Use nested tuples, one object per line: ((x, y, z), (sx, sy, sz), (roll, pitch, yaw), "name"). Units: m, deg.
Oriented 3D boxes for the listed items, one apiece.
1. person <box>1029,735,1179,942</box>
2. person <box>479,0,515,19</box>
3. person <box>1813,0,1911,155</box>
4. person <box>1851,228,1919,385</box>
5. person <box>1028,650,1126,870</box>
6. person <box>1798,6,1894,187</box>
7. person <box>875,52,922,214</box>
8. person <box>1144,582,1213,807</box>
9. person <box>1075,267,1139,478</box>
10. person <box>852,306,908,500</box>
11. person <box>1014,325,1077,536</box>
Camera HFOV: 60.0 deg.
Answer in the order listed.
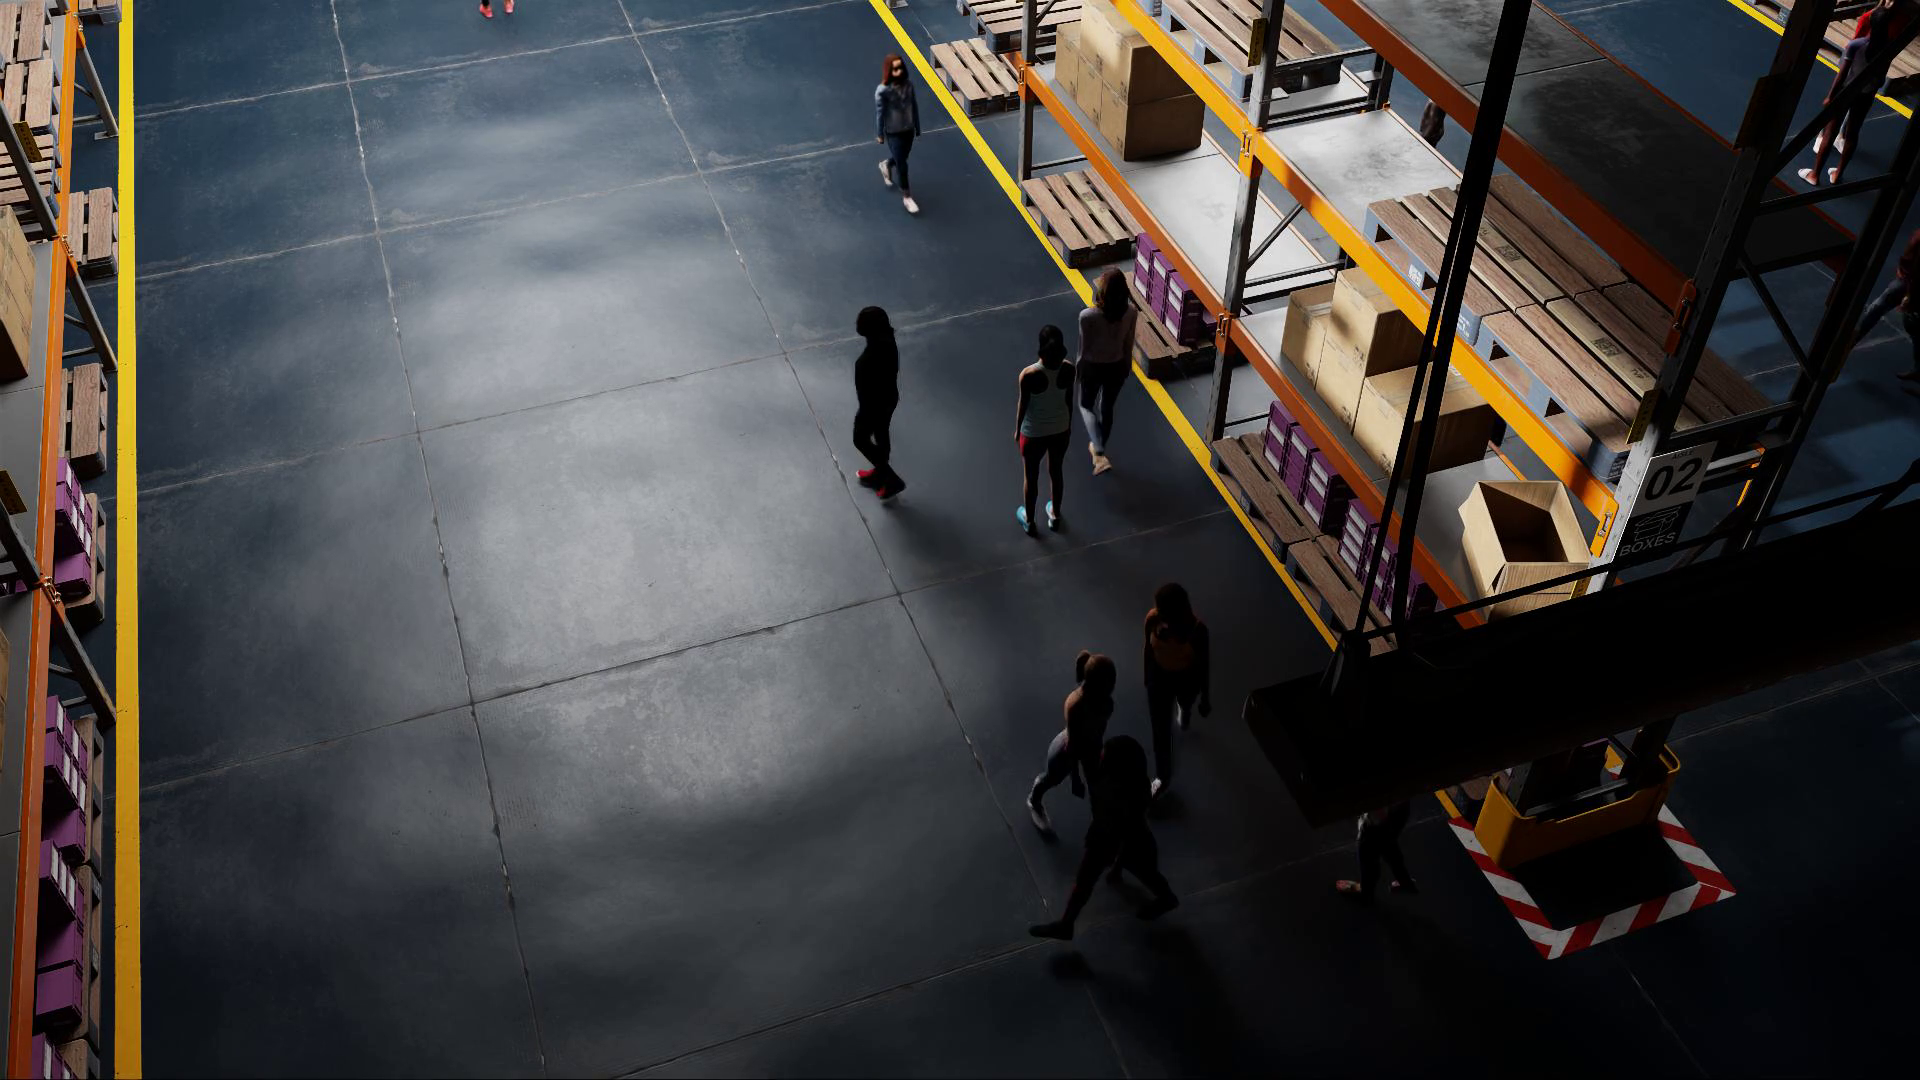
((0.989, 1.671, 9.240), (0.671, 1.694, 1.071), (-12, 45, -13), "person")
((-5.107, -6.435, 17.749), (0.601, 1.693, 0.541), (-17, 46, -17), "person")
((8.506, -4.436, 15.641), (0.688, 1.707, 0.678), (6, 44, 6), "person")
((7.535, -1.959, 13.020), (1.260, 1.735, 1.052), (29, 51, 27), "person")
((0.639, 1.195, 9.766), (0.924, 1.658, 1.169), (-33, 53, -30), "person")
((8.177, -4.059, 15.234), (0.678, 1.722, 0.653), (0, 44, 0), "person")
((-0.584, -3.748, 15.102), (0.728, 1.454, 1.004), (-25, 49, -24), "person")
((1.343, 0.809, 10.225), (1.108, 1.583, 1.184), (14, 45, 14), "person")
((1.070, -1.178, 12.162), (0.683, 1.787, 0.893), (-7, 44, -7), "person")
((-0.544, -0.977, 12.037), (0.877, 1.669, 0.810), (22, 48, 22), "person")
((0.601, -0.776, 11.757), (0.573, 1.765, 0.564), (-11, 45, -11), "person")
